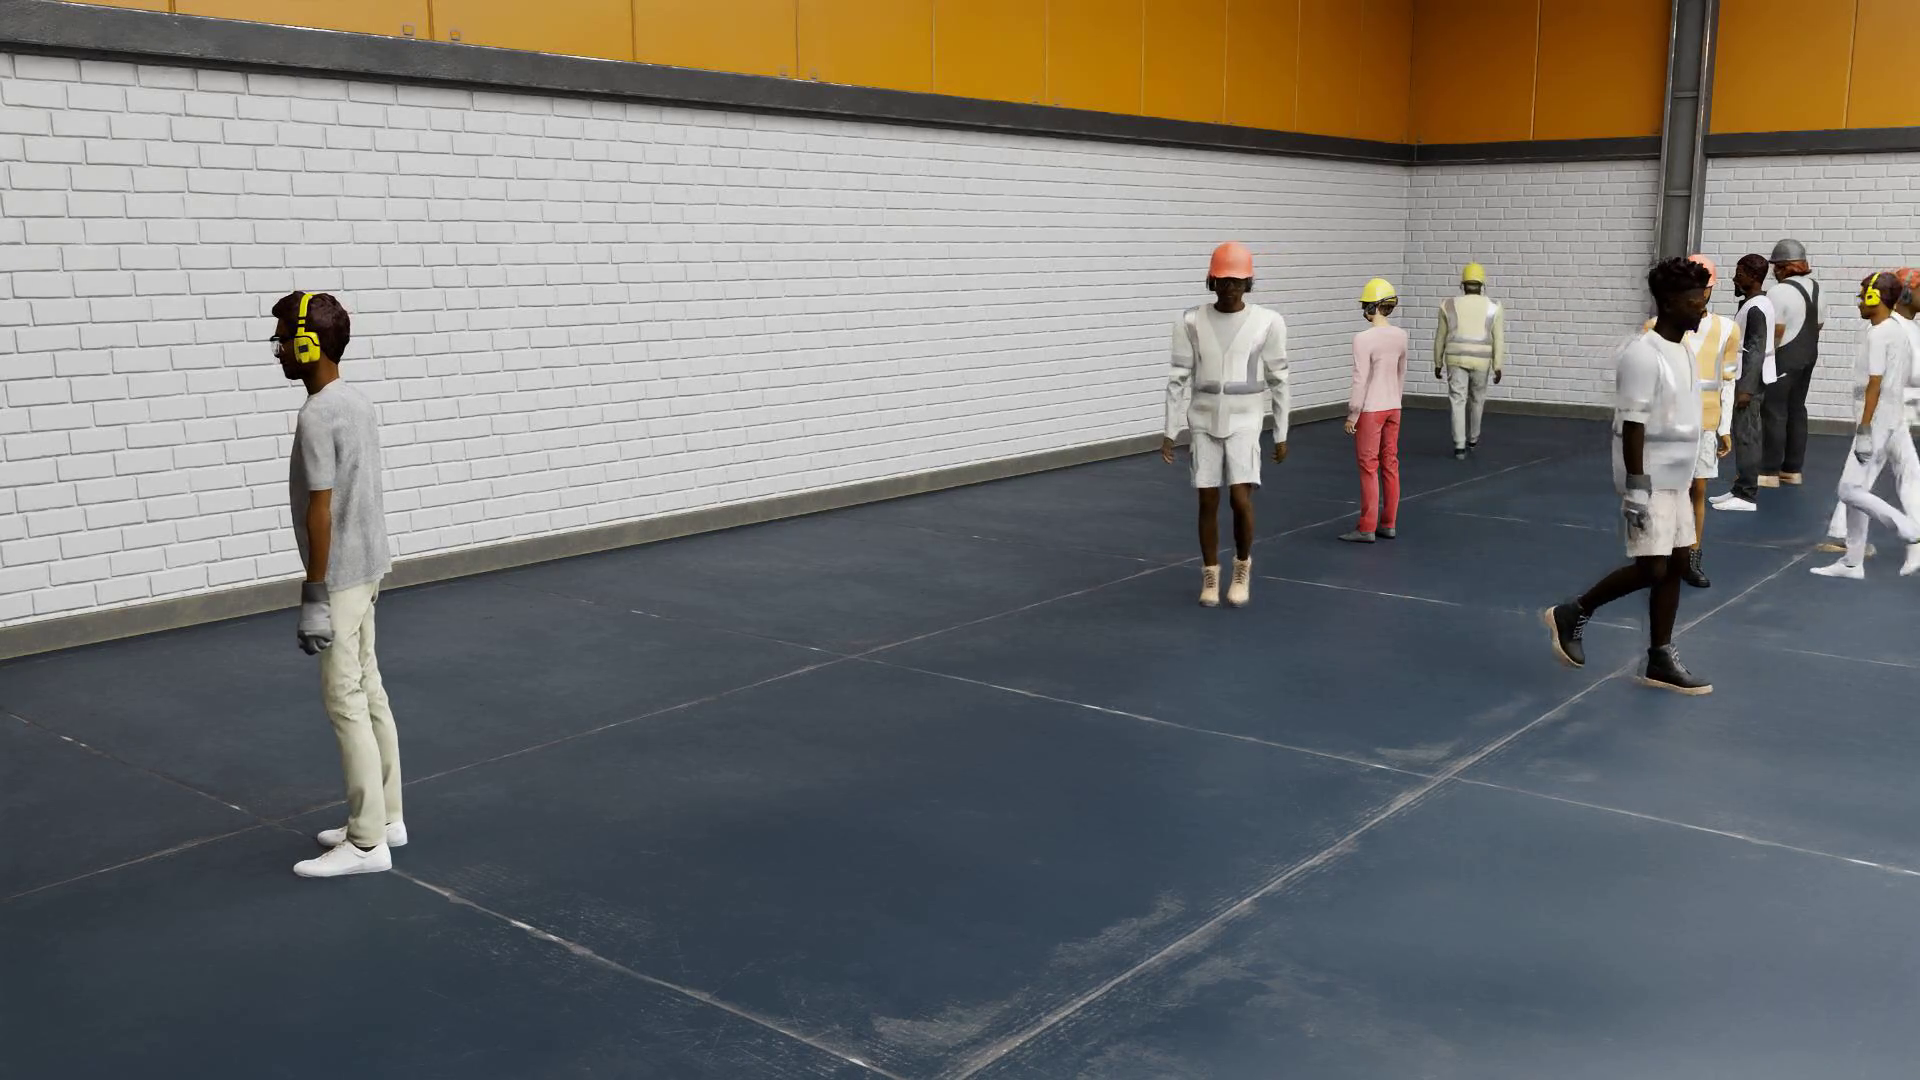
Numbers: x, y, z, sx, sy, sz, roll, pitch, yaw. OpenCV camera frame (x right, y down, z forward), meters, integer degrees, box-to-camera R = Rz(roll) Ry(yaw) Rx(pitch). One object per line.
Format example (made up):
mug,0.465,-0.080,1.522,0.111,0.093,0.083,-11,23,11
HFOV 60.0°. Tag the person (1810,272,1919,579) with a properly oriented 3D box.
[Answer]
person,5.454,-0.648,9.803,0.592,1.844,0.525,8,13,38

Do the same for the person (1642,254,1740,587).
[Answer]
person,4.236,-0.685,9.714,0.548,1.938,0.358,2,10,10

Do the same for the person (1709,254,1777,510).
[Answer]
person,5.923,-1.179,12.504,0.383,1.918,0.597,4,11,21

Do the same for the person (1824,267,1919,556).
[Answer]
person,5.986,-0.776,10.460,0.937,1.839,0.602,8,13,39

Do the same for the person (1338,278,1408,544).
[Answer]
person,2.776,-0.858,11.151,0.525,1.769,0.311,-8,13,-39

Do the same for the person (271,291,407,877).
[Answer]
person,-1.995,0.145,5.329,0.319,1.866,0.511,-1,10,-6

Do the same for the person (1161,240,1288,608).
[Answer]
person,1.447,-0.612,9.089,0.647,2.019,0.503,3,11,18

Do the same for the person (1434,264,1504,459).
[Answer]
person,4.777,-1.683,15.645,0.621,1.785,0.898,3,11,15

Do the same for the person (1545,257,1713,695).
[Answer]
person,3.076,-0.287,7.461,0.622,1.953,0.635,-10,14,-44

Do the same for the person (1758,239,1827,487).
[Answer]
person,6.761,-1.464,13.741,0.688,2.000,0.536,-6,12,-31
